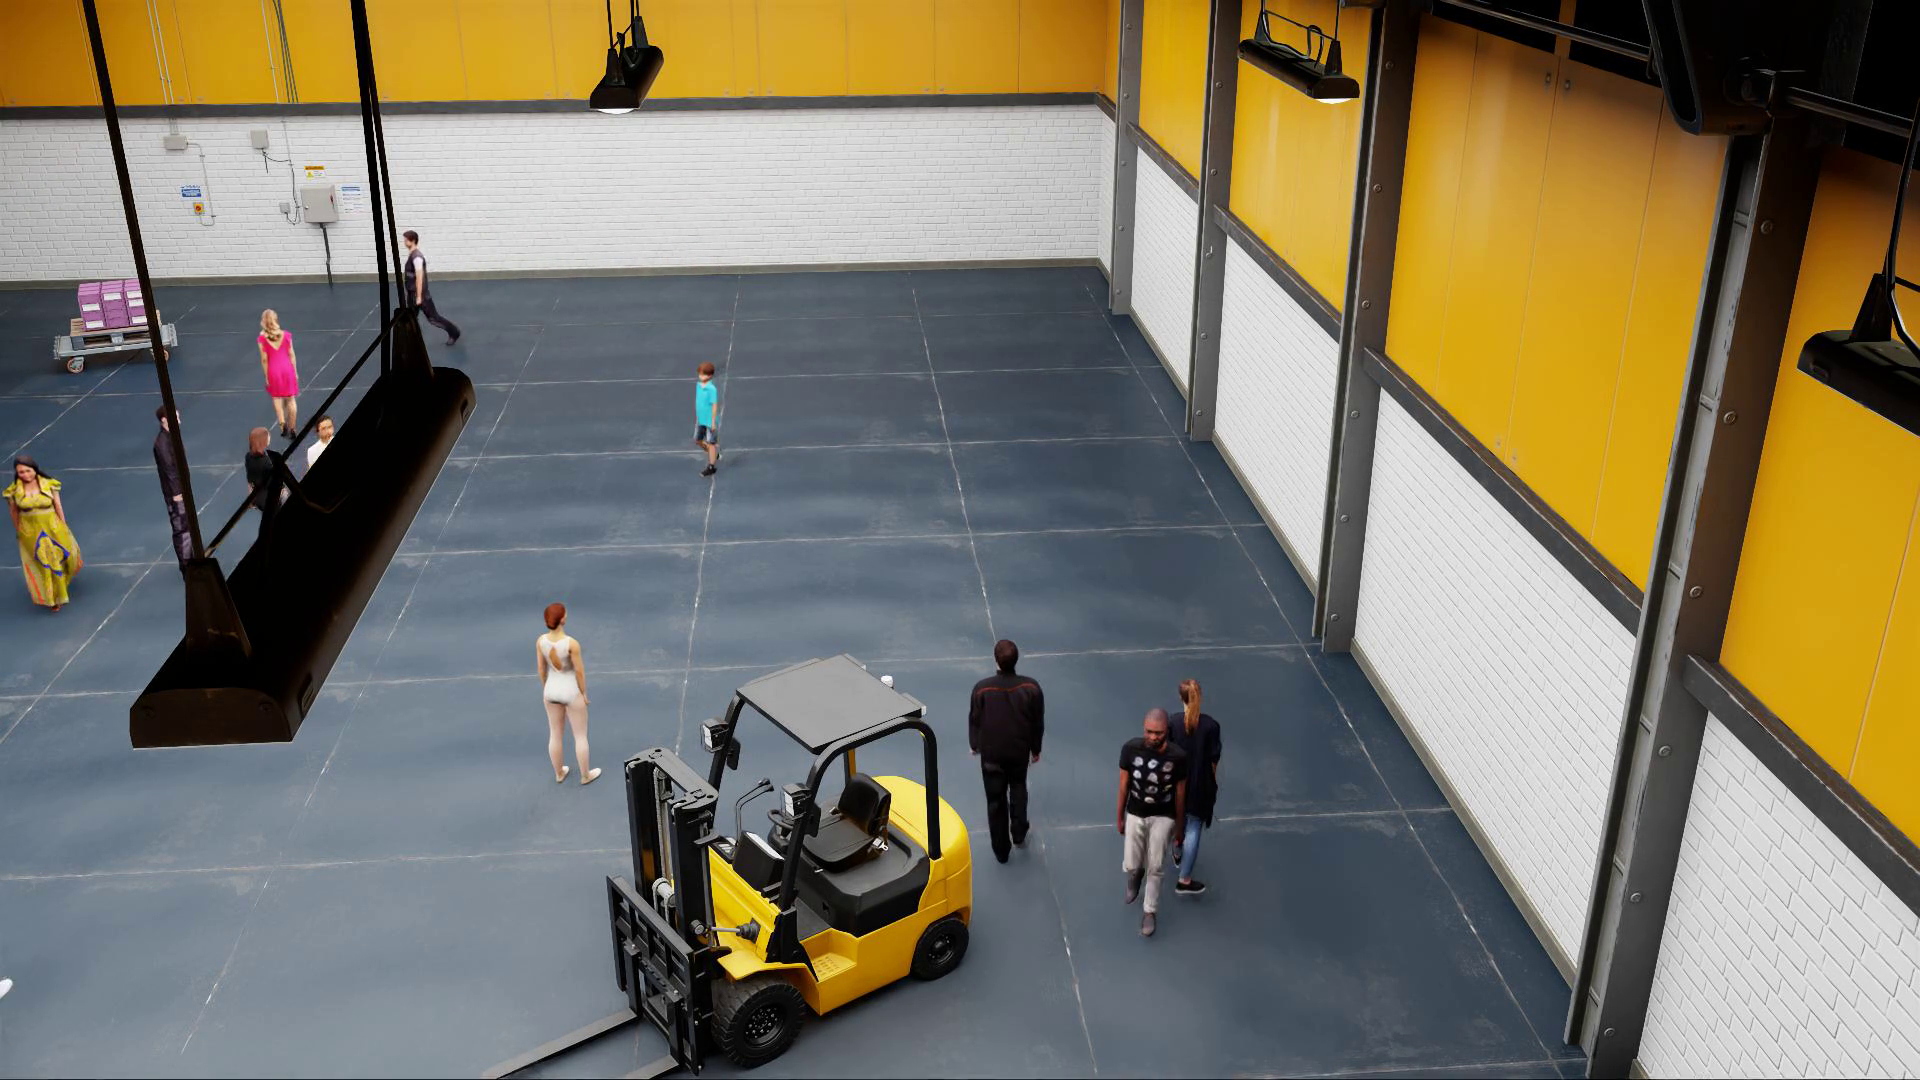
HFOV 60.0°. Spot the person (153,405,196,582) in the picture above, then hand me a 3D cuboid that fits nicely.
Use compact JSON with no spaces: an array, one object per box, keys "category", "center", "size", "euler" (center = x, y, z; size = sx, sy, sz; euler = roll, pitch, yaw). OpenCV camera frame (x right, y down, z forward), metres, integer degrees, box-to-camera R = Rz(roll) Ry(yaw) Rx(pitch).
[{"category":"person","center":[-8.250,-0.517,17.545],"size":[0.802,1.910,0.616],"euler":[-8,25,-17]}]

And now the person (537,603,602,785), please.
[{"category":"person","center":[-3.282,1.274,13.782],"size":[0.601,1.643,0.576],"euler":[6,24,13]}]

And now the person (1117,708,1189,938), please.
[{"category":"person","center":[1.404,1.966,12.017],"size":[0.804,1.789,0.912],"euler":[6,24,13]}]

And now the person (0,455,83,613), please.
[{"category":"person","center":[-9.357,-0.108,16.947],"size":[1.096,1.640,1.239],"euler":[-16,28,-32]}]

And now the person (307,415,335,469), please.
[{"category":"person","center":[-6.707,-0.491,17.678],"size":[1.182,1.757,1.122],"euler":[18,29,35]}]

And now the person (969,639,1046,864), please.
[{"category":"person","center":[0.362,1.652,12.691],"size":[0.743,1.824,0.692],"euler":[-5,24,-10]}]

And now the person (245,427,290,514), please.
[{"category":"person","center":[-7.317,-0.339,17.415],"size":[0.825,1.688,0.898],"euler":[15,28,31]}]

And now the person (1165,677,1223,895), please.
[{"category":"person","center":[1.704,1.849,12.448],"size":[0.824,1.657,0.958],"euler":[9,25,19]}]

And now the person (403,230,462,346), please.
[{"category":"person","center":[-8.040,-3.736,25.036],"size":[1.072,1.809,1.235],"euler":[-14,27,-29]}]

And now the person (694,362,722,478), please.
[{"category":"person","center":[-3.051,-1.509,20.396],"size":[0.694,1.445,0.753],"euler":[22,32,40]}]

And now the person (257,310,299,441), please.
[{"category":"person","center":[-8.728,-2.104,21.417],"size":[0.668,1.718,0.702],"euler":[-11,26,-23]}]
